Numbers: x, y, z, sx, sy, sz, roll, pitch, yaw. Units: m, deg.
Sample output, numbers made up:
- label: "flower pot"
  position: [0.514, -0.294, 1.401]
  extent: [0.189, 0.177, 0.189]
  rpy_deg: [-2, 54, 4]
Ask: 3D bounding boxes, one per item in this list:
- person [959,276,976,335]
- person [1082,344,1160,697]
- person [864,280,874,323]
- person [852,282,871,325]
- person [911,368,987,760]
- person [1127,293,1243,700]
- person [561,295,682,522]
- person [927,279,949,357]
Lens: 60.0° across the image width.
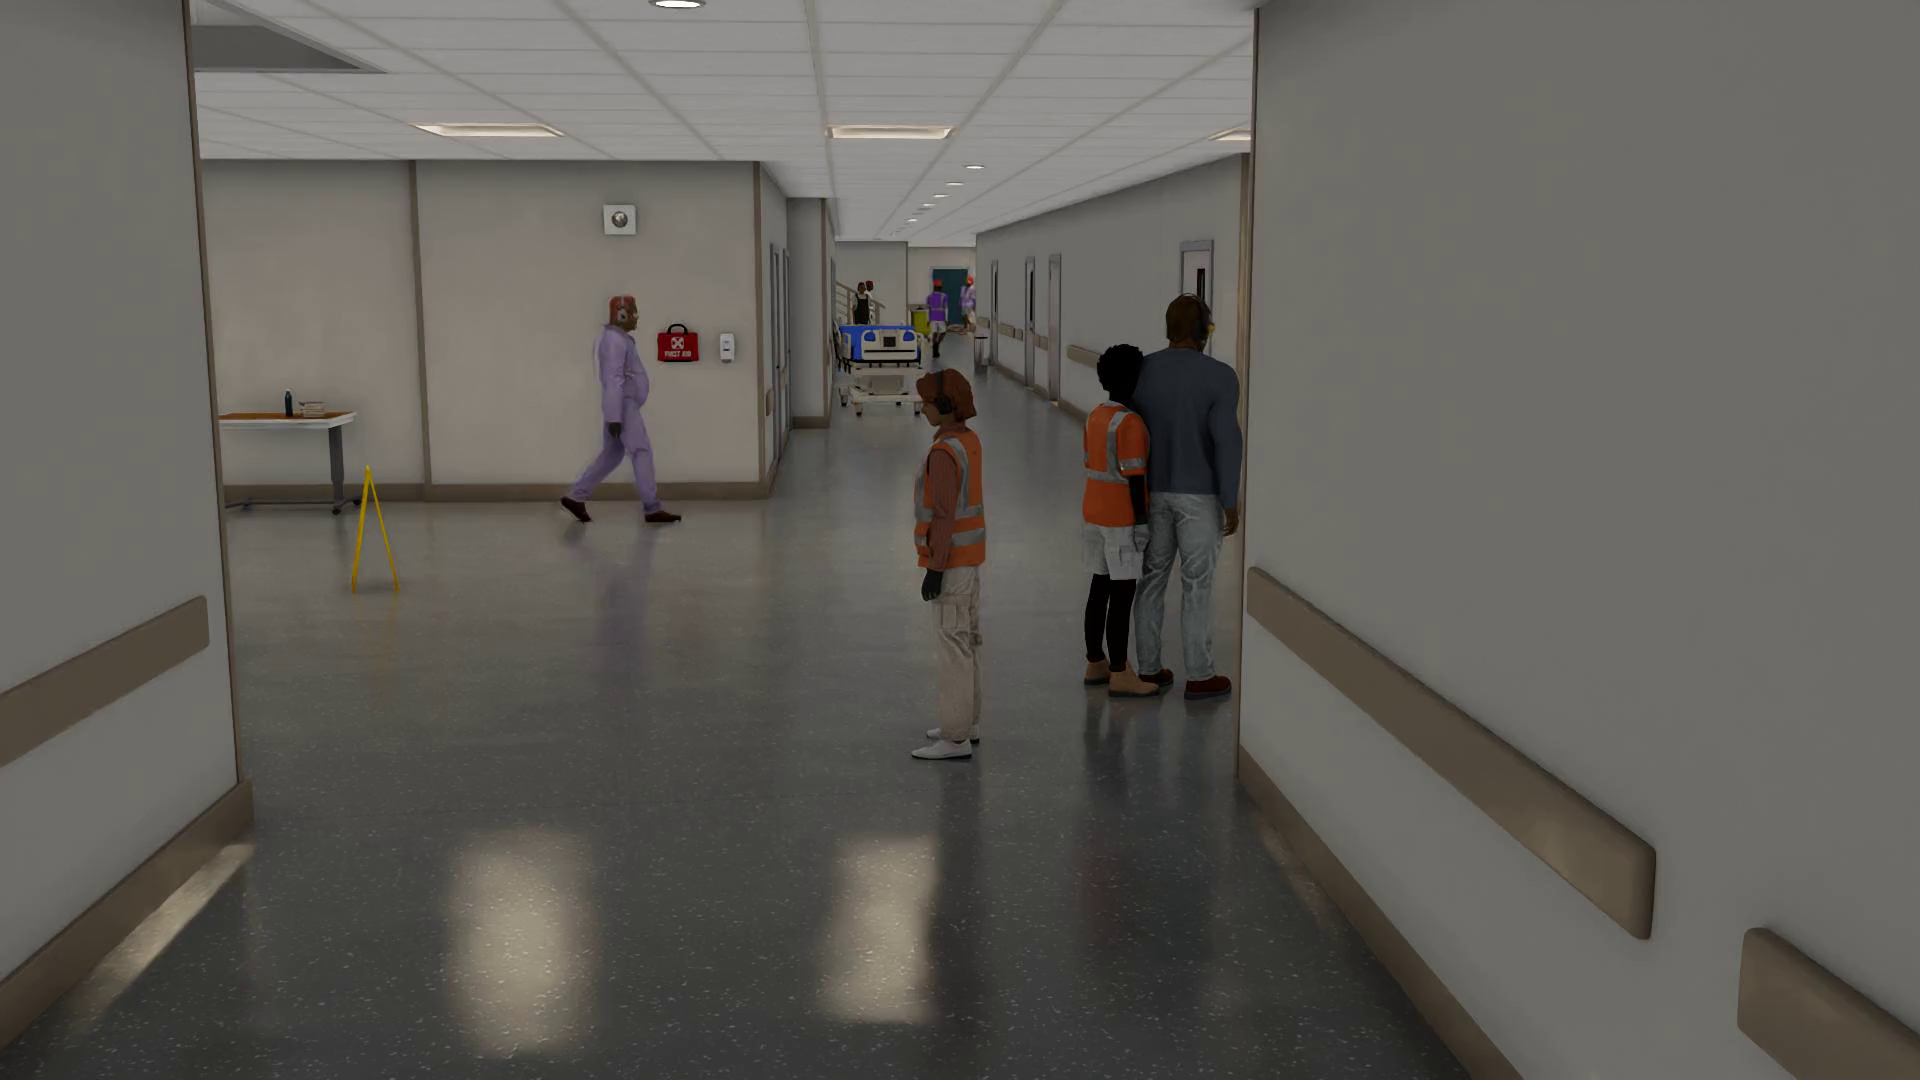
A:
- label: "person"
  position: [0.253, -7.969, 56.533]
  extent: [0.641, 1.998, 0.743]
  rpy_deg: [8, 12, 39]
- label: "person"
  position: [0.766, -0.094, 8.029]
  extent: [0.318, 1.697, 0.535]
  rpy_deg: [-3, 10, -20]
- label: "person"
  position: [-2.643, -6.495, 47.666]
  extent: [0.354, 1.875, 0.575]
  rpy_deg: [1, 9, 3]
- label: "person"
  position: [-2.516, -5.667, 42.543]
  extent: [0.508, 1.846, 0.345]
  rpy_deg: [-5, 10, -28]
- label: "person"
  position: [-0.038, 0.101, 6.982]
  extent: [0.308, 1.640, 0.511]
  rpy_deg: [2, 9, 12]
- label: "person"
  position: [1.055, -0.206, 7.974]
  extent: [0.635, 1.936, 0.352]
  rpy_deg: [7, 11, 36]
- label: "person"
  position: [-2.797, -1.060, 13.546]
  extent: [0.931, 1.865, 0.656]
  rpy_deg: [-2, 9, -12]
- label: "person"
  position: [-0.554, -5.447, 40.896]
  extent: [0.586, 1.927, 0.539]
  rpy_deg: [3, 10, 19]
